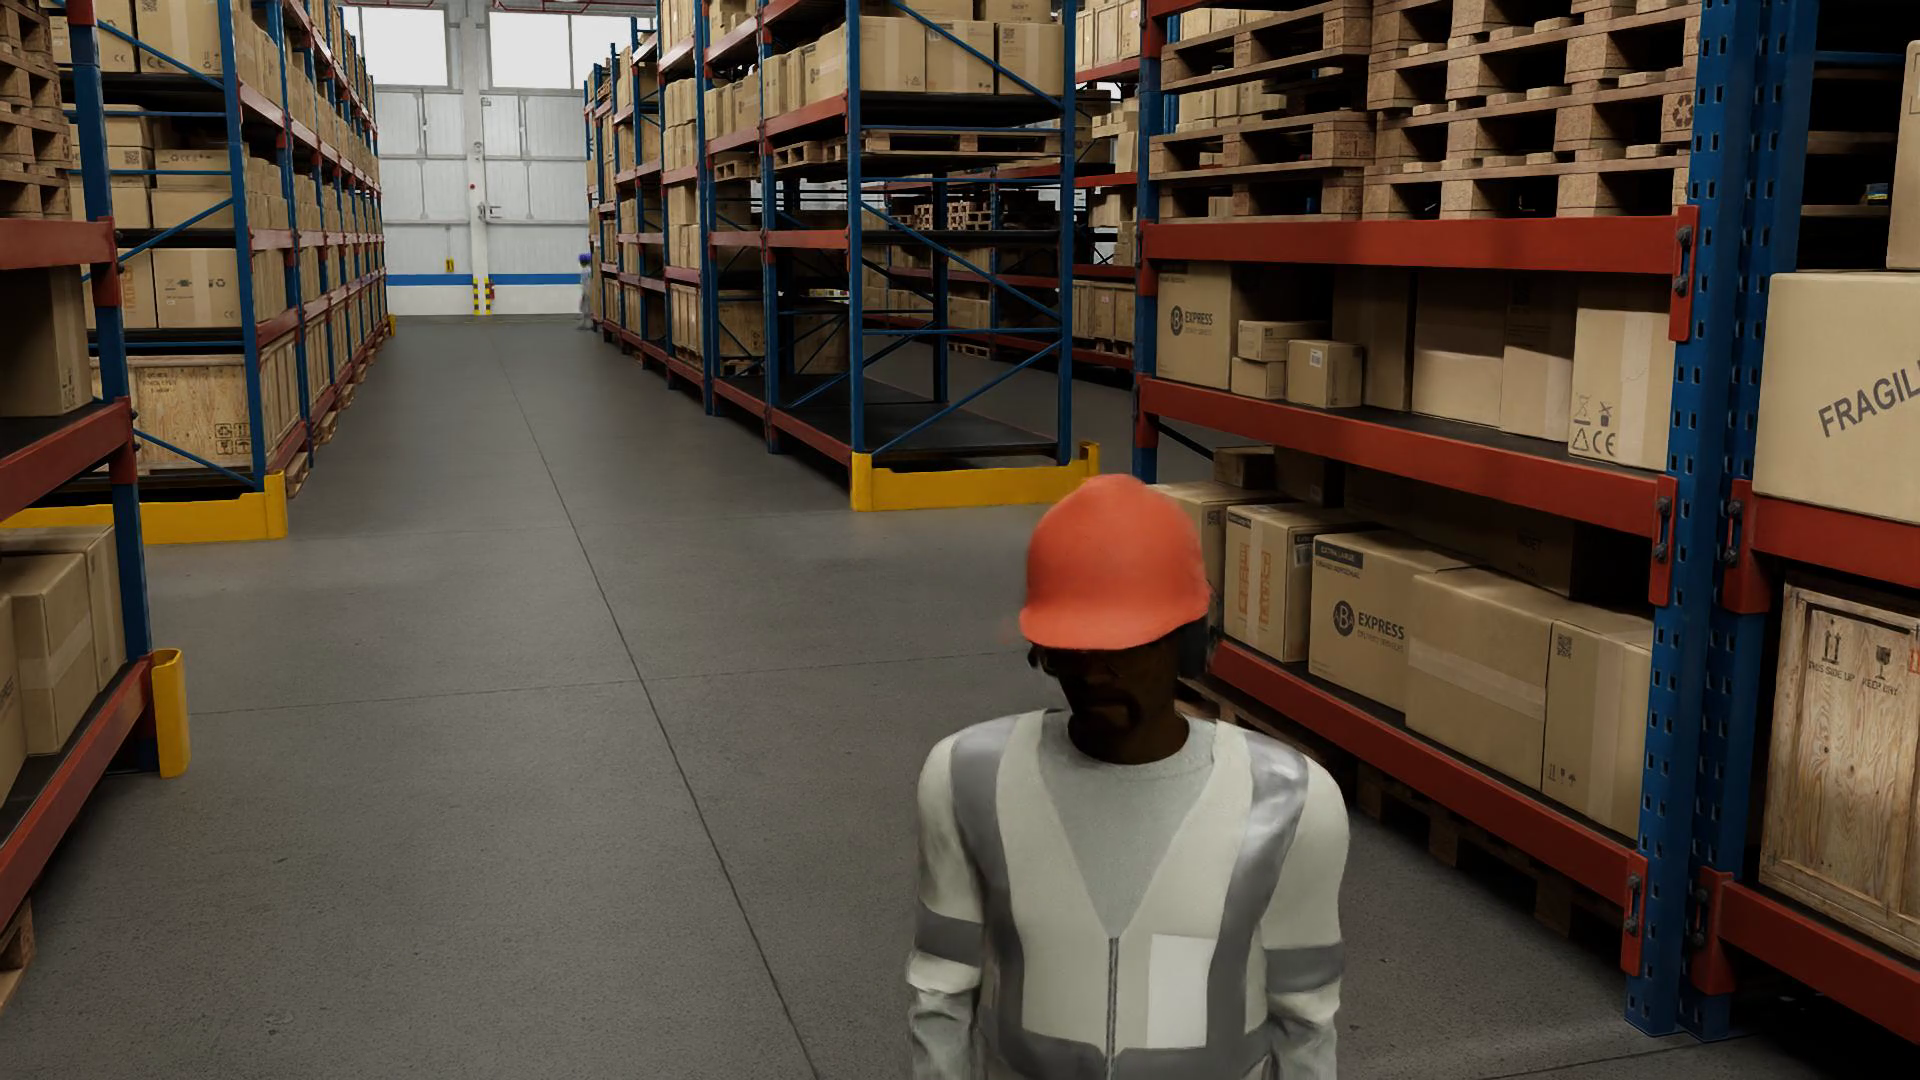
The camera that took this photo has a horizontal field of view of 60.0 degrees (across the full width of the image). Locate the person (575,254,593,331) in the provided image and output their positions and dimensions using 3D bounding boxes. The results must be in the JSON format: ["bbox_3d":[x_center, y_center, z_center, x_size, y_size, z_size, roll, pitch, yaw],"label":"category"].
[{"bbox_3d":[-9.407,-6.169,41.492,0.699,1.924,0.646,-2,11,-11],"label":"person"}]

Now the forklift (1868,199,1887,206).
[{"bbox_3d":[11.338,-2.915,21.052,1.129,2.768,1.873,-3,11,-17],"label":"forklift"}]

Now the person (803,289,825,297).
[{"bbox_3d":[-2.928,-4.678,33.559,0.429,1.846,0.631,6,12,32],"label":"person"}]

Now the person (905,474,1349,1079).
[{"bbox_3d":[0.217,0.916,2.345,0.614,2.040,0.390,2,11,11],"label":"person"}]
